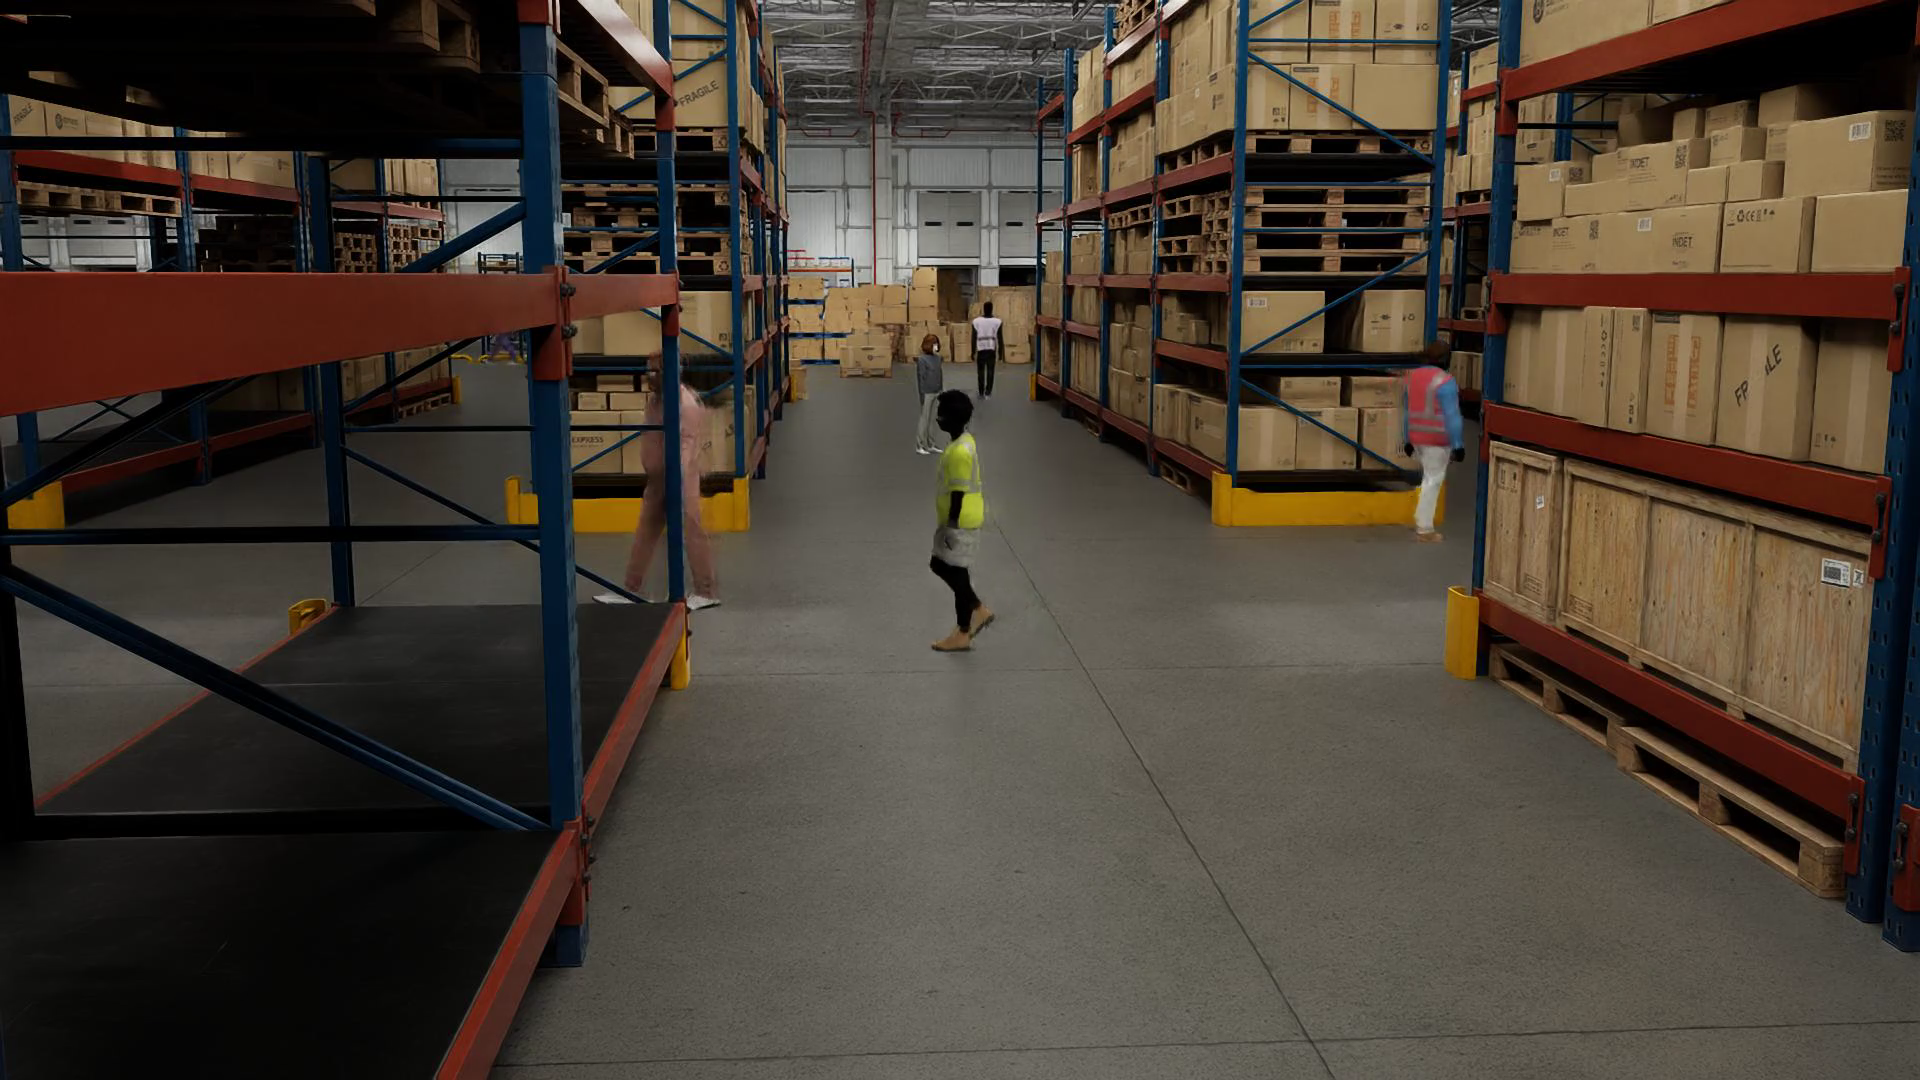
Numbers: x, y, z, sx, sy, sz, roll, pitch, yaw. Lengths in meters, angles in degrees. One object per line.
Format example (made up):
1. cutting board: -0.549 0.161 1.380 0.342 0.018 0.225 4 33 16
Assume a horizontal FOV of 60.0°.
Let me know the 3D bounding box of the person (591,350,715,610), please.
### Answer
1. person: -2.159 -0.393 11.749 0.933 1.864 0.679 -6 11 -34

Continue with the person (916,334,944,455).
1. person: -0.406 -1.957 22.365 0.286 1.624 0.499 6 11 34

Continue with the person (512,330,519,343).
1. person: -14.956 -7.603 57.050 1.022 1.868 0.592 -6 11 -33

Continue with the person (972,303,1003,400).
1. person: 0.534 -3.691 32.472 0.595 1.859 1.003 0 9 2

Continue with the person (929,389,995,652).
1. person: -0.029 -0.118 10.584 0.363 1.684 0.553 0 9 -2

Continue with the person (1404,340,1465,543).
1. person: 4.275 -0.877 14.950 0.474 1.819 0.653 -3 10 -18

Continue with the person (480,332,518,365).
1. person: -12.355 -5.610 44.564 1.030 1.859 0.602 -1 9 -8
